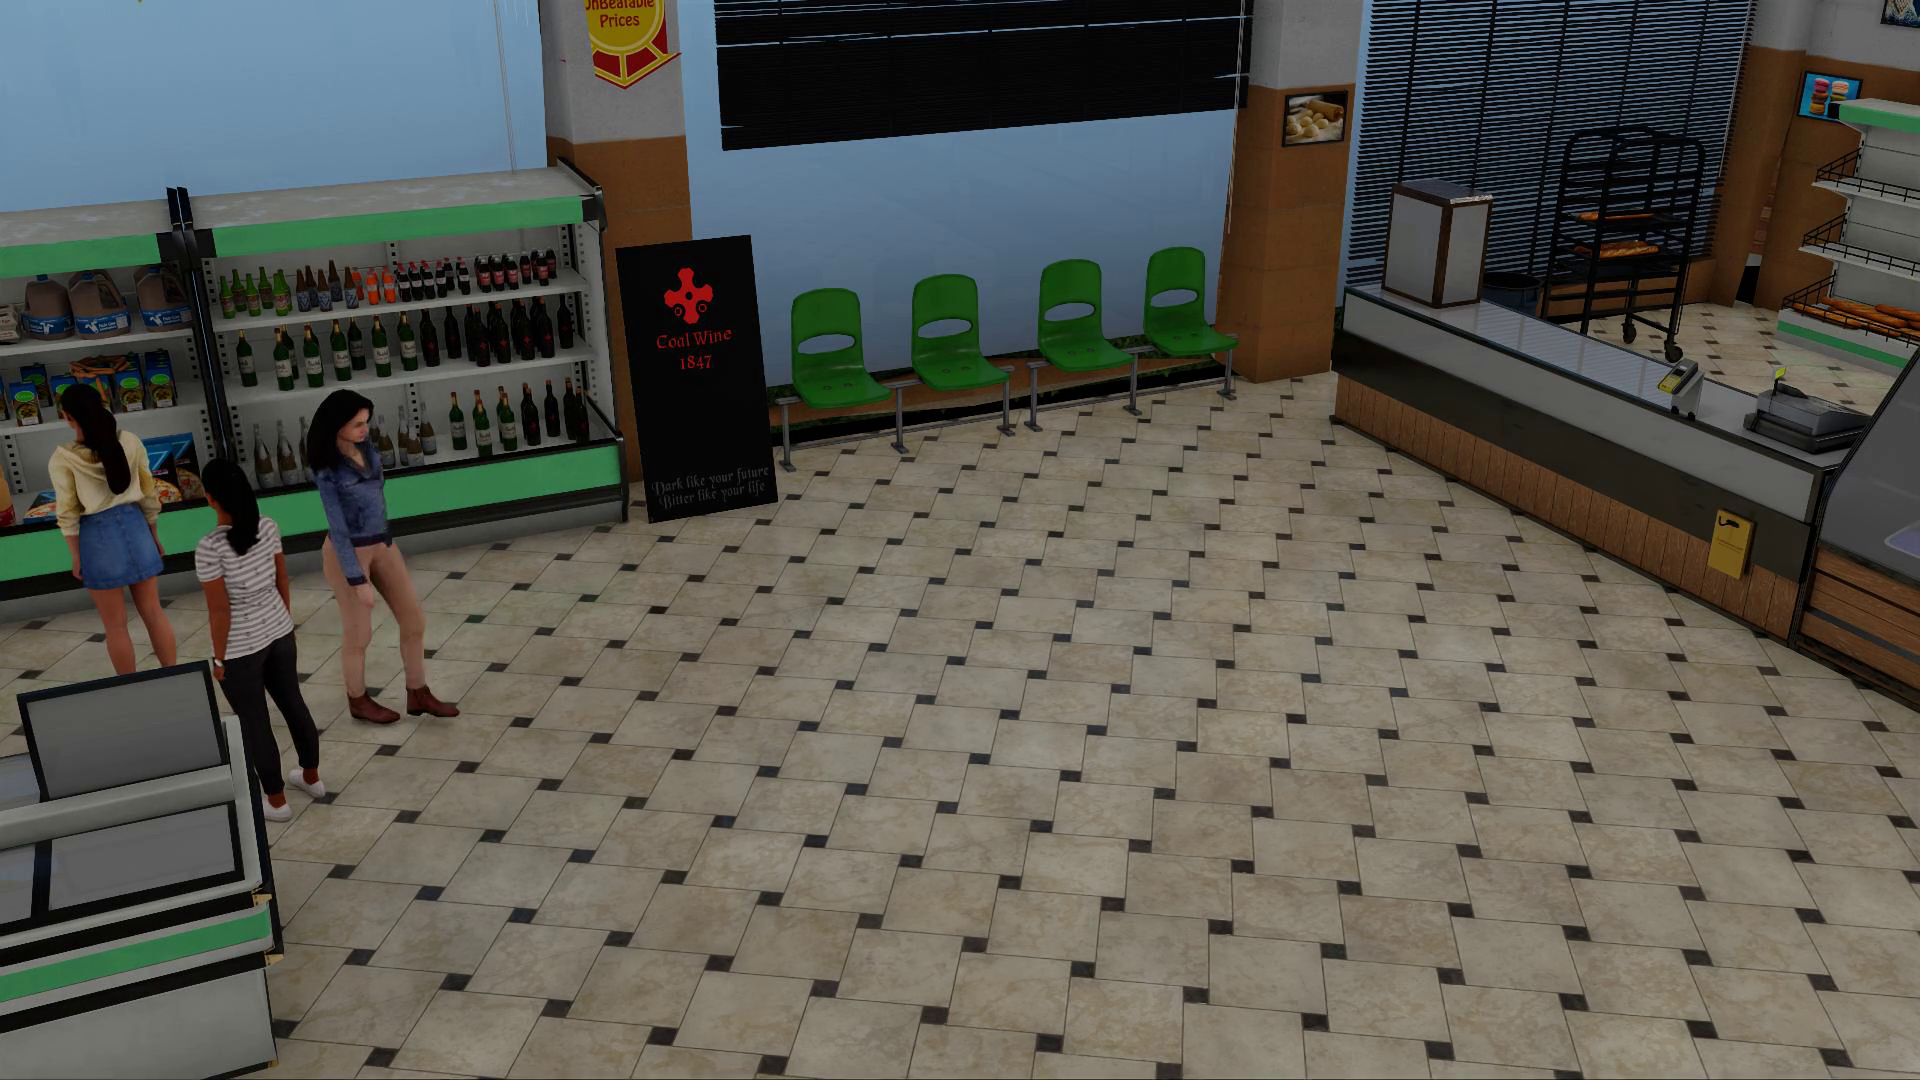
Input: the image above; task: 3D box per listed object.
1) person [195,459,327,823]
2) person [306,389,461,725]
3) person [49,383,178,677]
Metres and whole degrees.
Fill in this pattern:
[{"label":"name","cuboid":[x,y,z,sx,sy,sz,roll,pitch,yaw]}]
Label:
[{"label":"person","cuboid":[-3.008,0.427,7.097,0.716,1.646,0.637,11,26,24]},{"label":"person","cuboid":[-2.852,0.111,7.699,0.931,1.740,0.869,5,24,11]},{"label":"person","cuboid":[-4.070,0.030,8.022,0.768,1.630,0.641,17,29,34]}]
